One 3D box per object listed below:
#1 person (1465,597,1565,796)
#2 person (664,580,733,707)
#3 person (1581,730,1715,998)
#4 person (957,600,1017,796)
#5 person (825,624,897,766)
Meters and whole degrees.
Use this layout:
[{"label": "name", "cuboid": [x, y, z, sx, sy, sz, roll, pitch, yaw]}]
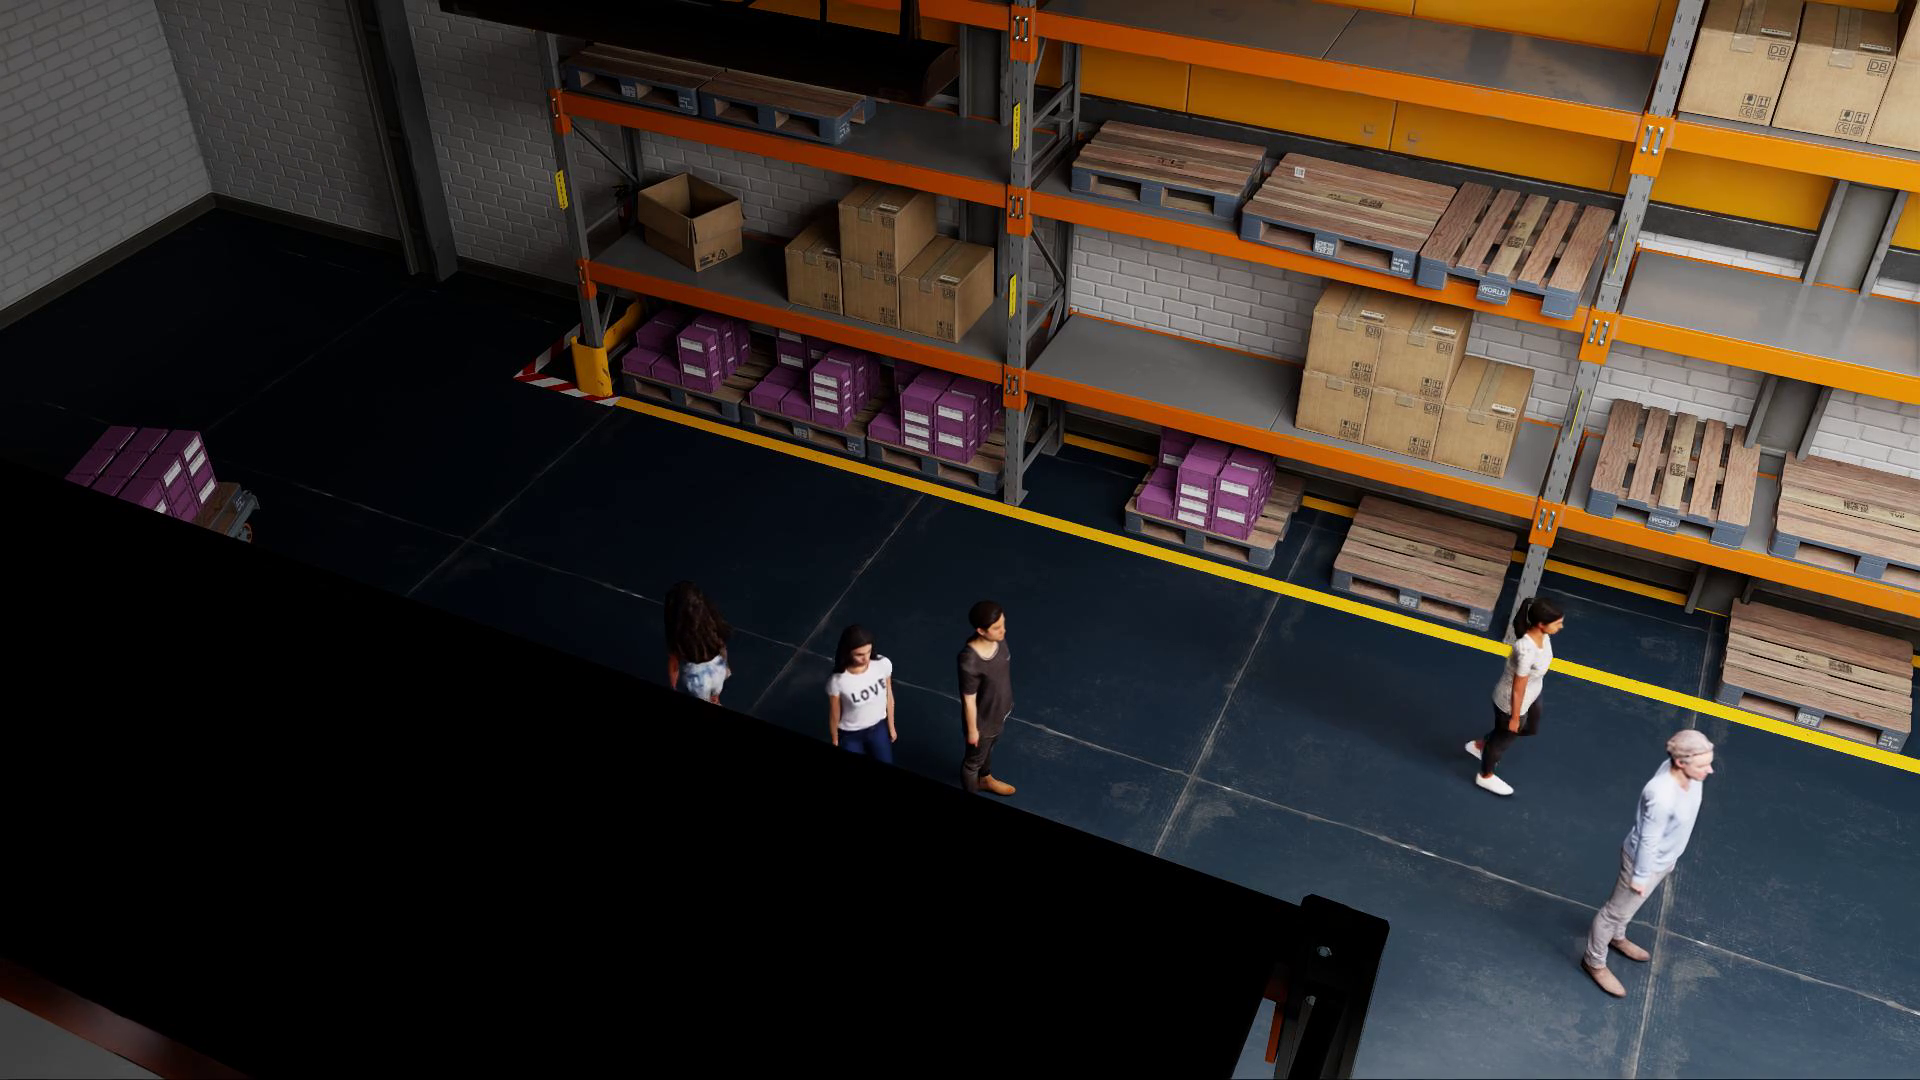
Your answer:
[{"label": "person", "cuboid": [3.466, 0.970, 10.600, 0.566, 1.635, 0.610, 22, 44, 26]}, {"label": "person", "cuboid": [-1.601, 0.940, 10.655, 0.693, 1.614, 0.657, 30, 48, 32]}, {"label": "person", "cuboid": [3.890, 1.775, 9.385, 0.698, 1.894, 0.734, 31, 48, 33]}, {"label": "person", "cuboid": [0.147, 1.044, 10.442, 0.529, 1.717, 0.611, 17, 42, 20]}, {"label": "person", "cuboid": [-0.652, 1.158, 10.260, 0.790, 1.765, 0.862, -20, 43, -23]}]
